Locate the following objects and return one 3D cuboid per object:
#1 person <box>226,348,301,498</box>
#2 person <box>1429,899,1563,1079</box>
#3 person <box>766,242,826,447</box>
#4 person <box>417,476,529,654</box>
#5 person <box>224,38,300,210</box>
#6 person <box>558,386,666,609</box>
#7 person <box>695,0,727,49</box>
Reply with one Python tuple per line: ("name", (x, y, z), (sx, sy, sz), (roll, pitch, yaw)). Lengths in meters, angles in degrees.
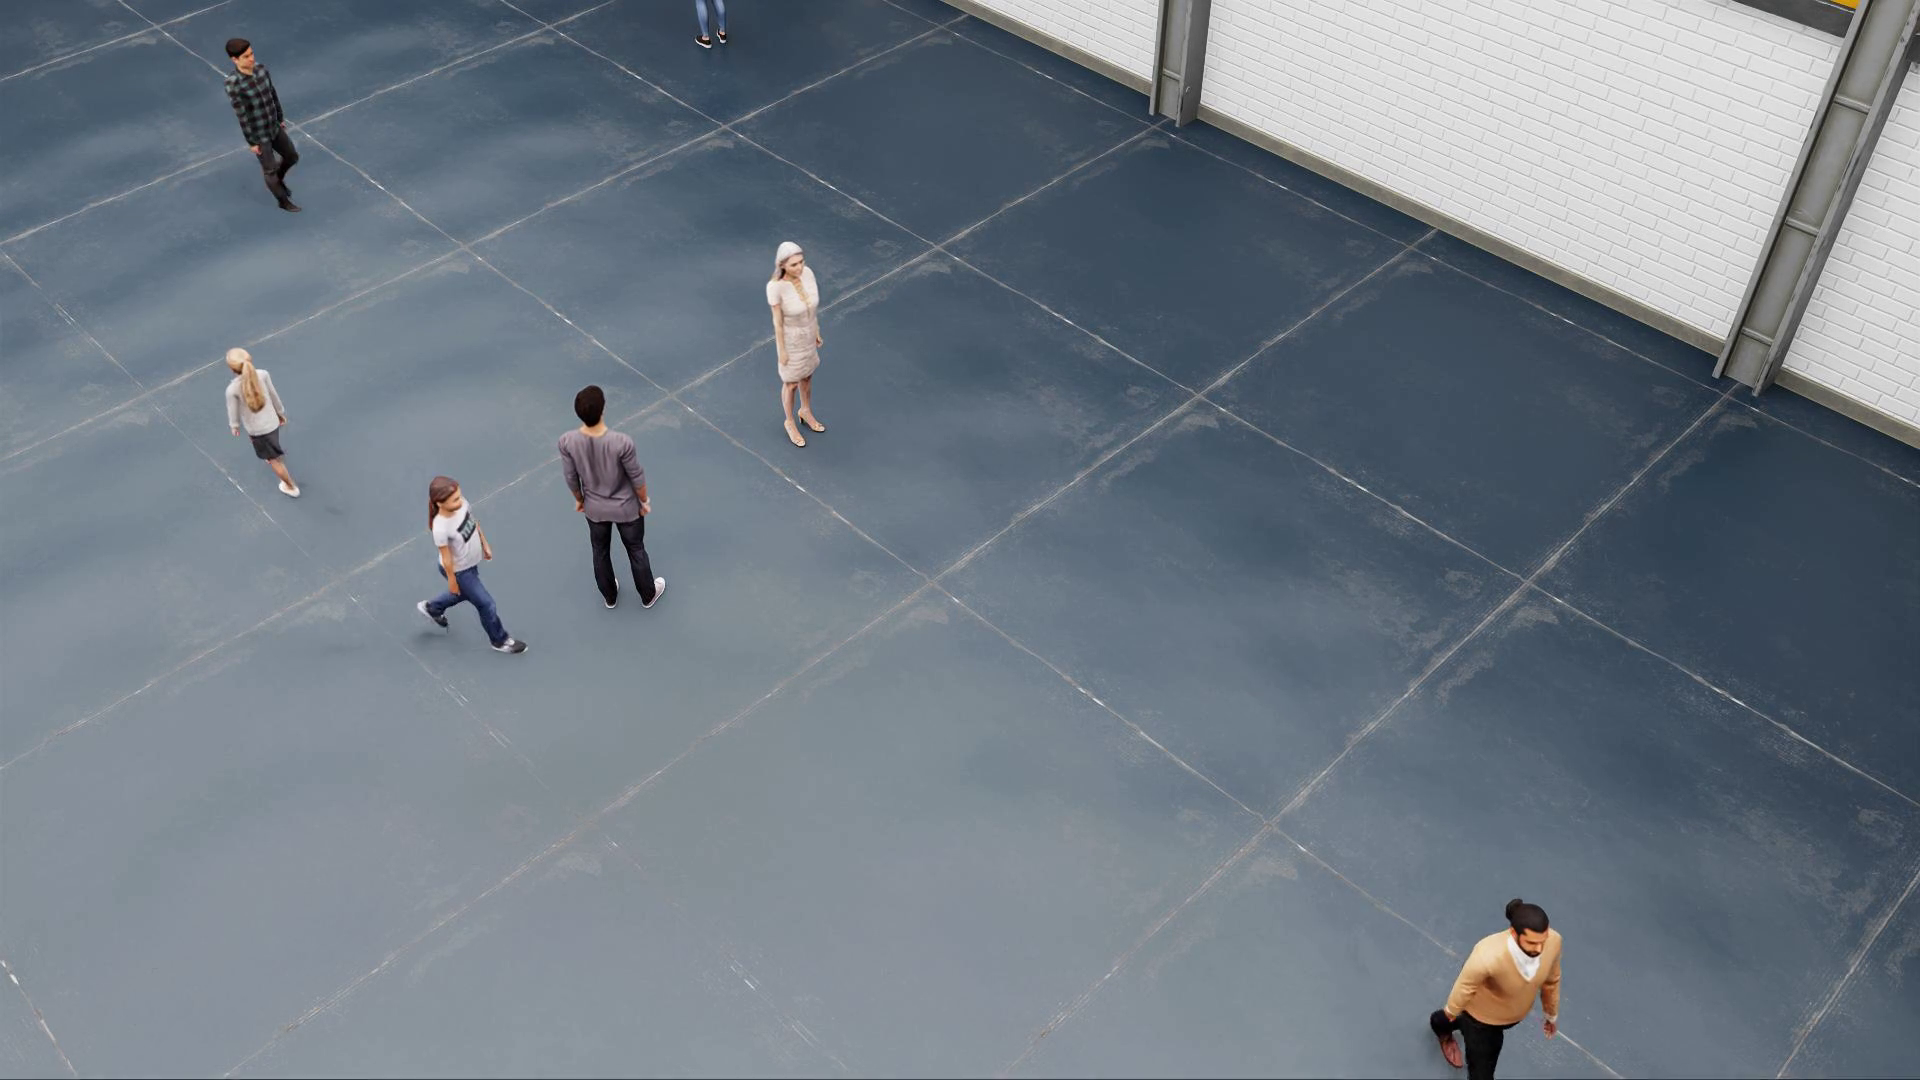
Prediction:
("person", (-5.054, -0.836, 12.115), (0.825, 1.253, 0.594), (26, 49, 25))
("person", (2.692, 2.318, 8.475), (0.950, 1.708, 1.252), (-16, 46, -16))
("person", (-1.225, -1.476, 12.437), (0.560, 1.736, 0.609), (30, 51, 28))
("person", (-3.314, 0.148, 10.876), (1.079, 1.538, 0.920), (5, 44, 5))
("person", (-6.299, -3.721, 14.911), (0.805, 1.703, 0.791), (19, 47, 19))
("person", (-2.329, -0.262, 11.078), (0.722, 1.853, 0.797), (2, 44, 2))
("person", (-2.648, -5.913, 17.132), (0.681, 1.683, 0.638), (-23, 48, -22))
